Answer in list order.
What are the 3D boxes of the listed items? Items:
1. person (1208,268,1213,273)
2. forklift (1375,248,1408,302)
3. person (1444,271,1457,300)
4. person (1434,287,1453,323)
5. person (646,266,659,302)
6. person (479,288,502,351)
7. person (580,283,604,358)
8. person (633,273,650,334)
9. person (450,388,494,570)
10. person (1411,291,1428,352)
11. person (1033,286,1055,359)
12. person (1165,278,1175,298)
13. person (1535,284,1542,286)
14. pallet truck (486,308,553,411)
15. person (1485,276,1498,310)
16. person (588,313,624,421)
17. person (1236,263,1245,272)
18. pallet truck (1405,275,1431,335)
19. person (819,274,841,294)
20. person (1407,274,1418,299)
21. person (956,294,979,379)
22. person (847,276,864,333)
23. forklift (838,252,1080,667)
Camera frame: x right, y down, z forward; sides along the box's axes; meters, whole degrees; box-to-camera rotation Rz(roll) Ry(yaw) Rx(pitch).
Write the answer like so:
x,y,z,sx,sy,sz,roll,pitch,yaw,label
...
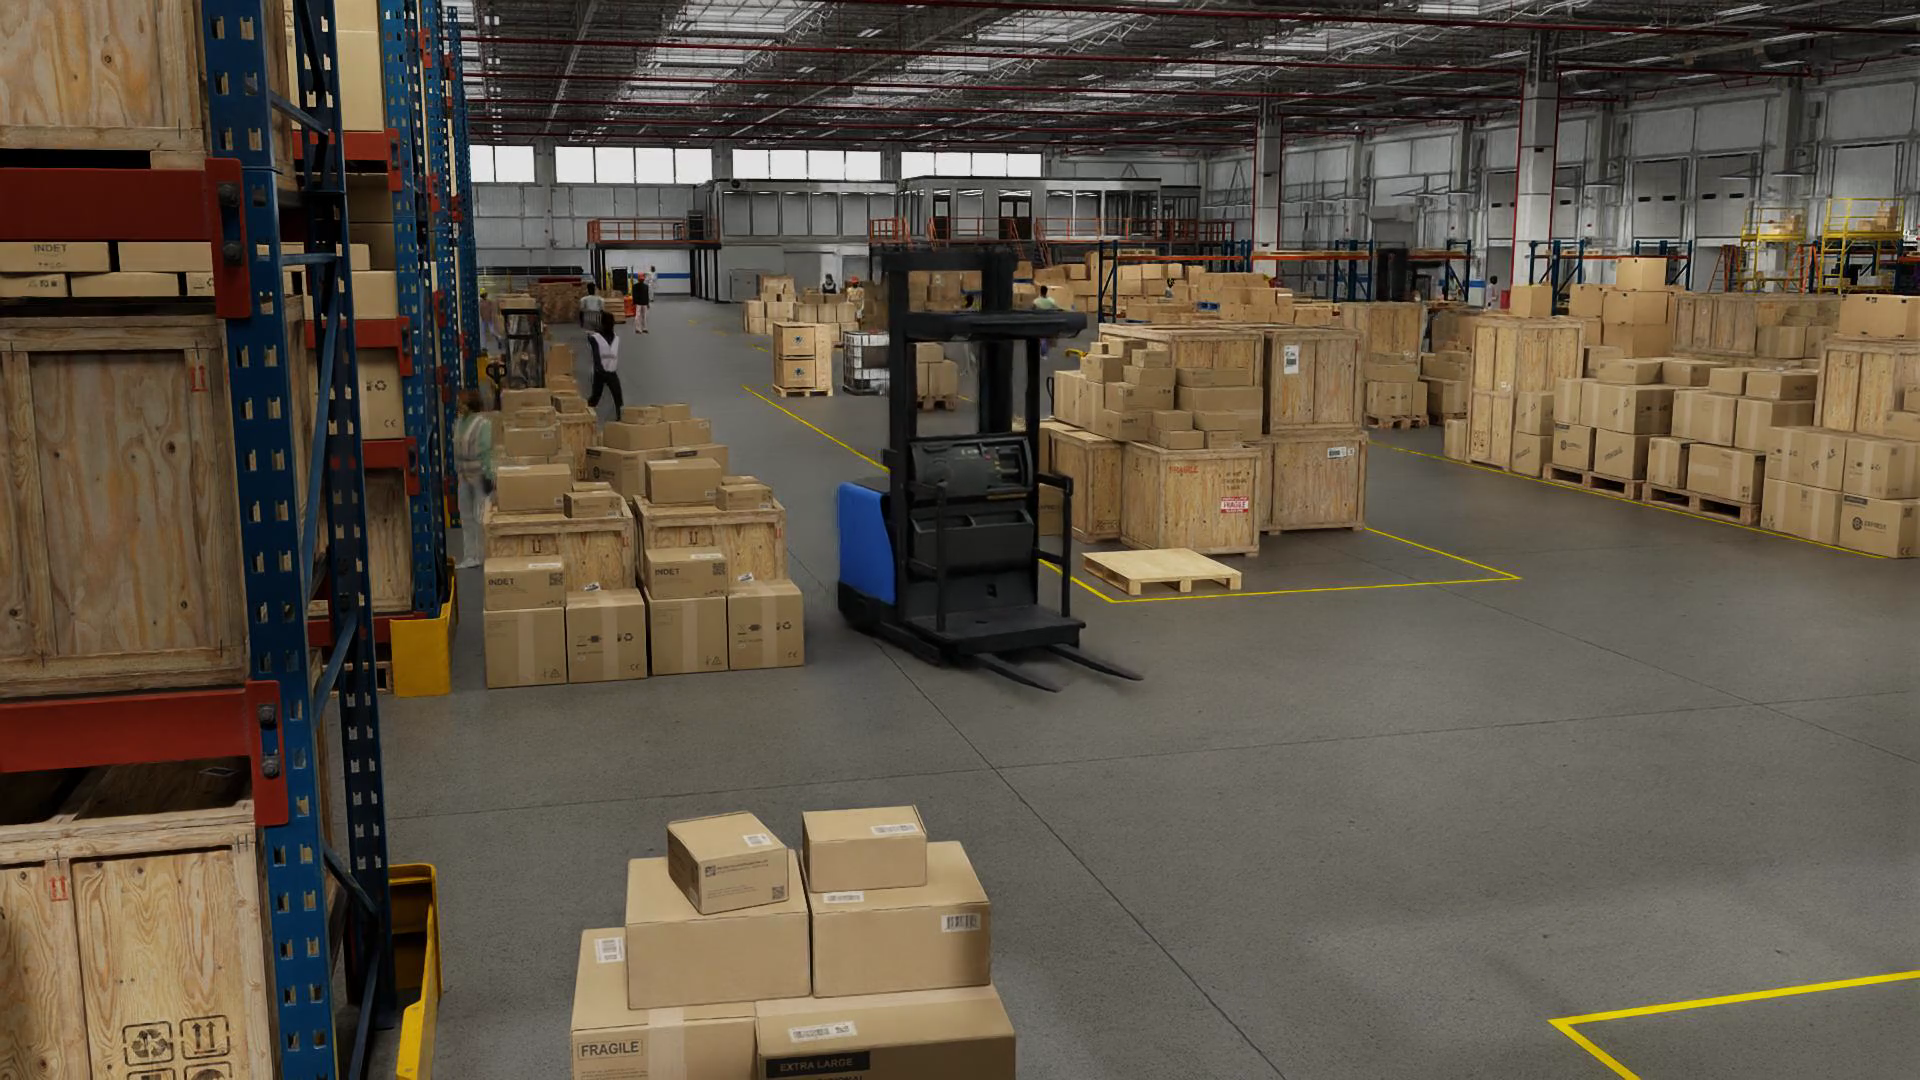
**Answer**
x,y,z,sx,sy,sz,roll,pitch,yaw,label
12.293,-12.380,81.359,0.634,1.782,0.984,4,11,22,person
10.059,-5.449,39.026,1.873,2.768,1.129,-3,10,-15,forklift
18.769,-9.328,63.635,0.616,1.945,0.404,-6,12,-30,person
14.769,-6.913,50.781,0.572,1.638,0.857,3,10,15,person
-15.749,-13.124,85.382,0.782,1.851,0.614,10,14,44,person
-12.964,-6.066,45.737,0.525,1.736,0.725,4,11,24,person
-9.542,-5.691,43.145,0.620,1.916,1.000,-3,10,-17,person
-10.497,-7.798,54.833,0.396,1.992,0.619,9,14,43,person
-4.287,-0.552,14.836,0.527,1.629,0.485,7,12,35,person
10.003,-4.530,36.615,0.645,1.887,0.989,0,10,-1,person
2.131,-5.548,42.483,0.606,1.867,1.041,-3,10,-17,person
6.751,-7.509,53.598,0.328,1.862,0.501,2,10,11,person
15.401,-5.931,44.619,0.599,1.886,0.968,-6,12,-31,person
-6.242,-2.418,24.362,0.823,1.965,1.885,1,10,3,pallet truck
18.819,-8.419,58.840,0.430,1.837,0.621,10,14,43,person
-5.530,-2.597,25.795,1.057,1.863,0.569,9,13,42,person
15.369,-14.216,91.372,0.975,1.928,0.654,-7,12,-36,person
14.620,-7.324,52.145,0.823,1.965,1.885,8,13,40,pallet truck
-4.220,-7.680,54.040,0.697,2.000,1.071,0,10,-3,person
21.117,-11.781,77.675,0.593,1.896,0.827,-5,11,-25,person
0.234,-4.396,36.031,0.524,1.841,0.840,-7,12,-36,person
-3.258,-7.258,51.938,0.547,1.938,0.379,1,10,5,person
-0.079,-0.683,12.042,1.129,2.768,1.873,-5,11,-27,forklift
